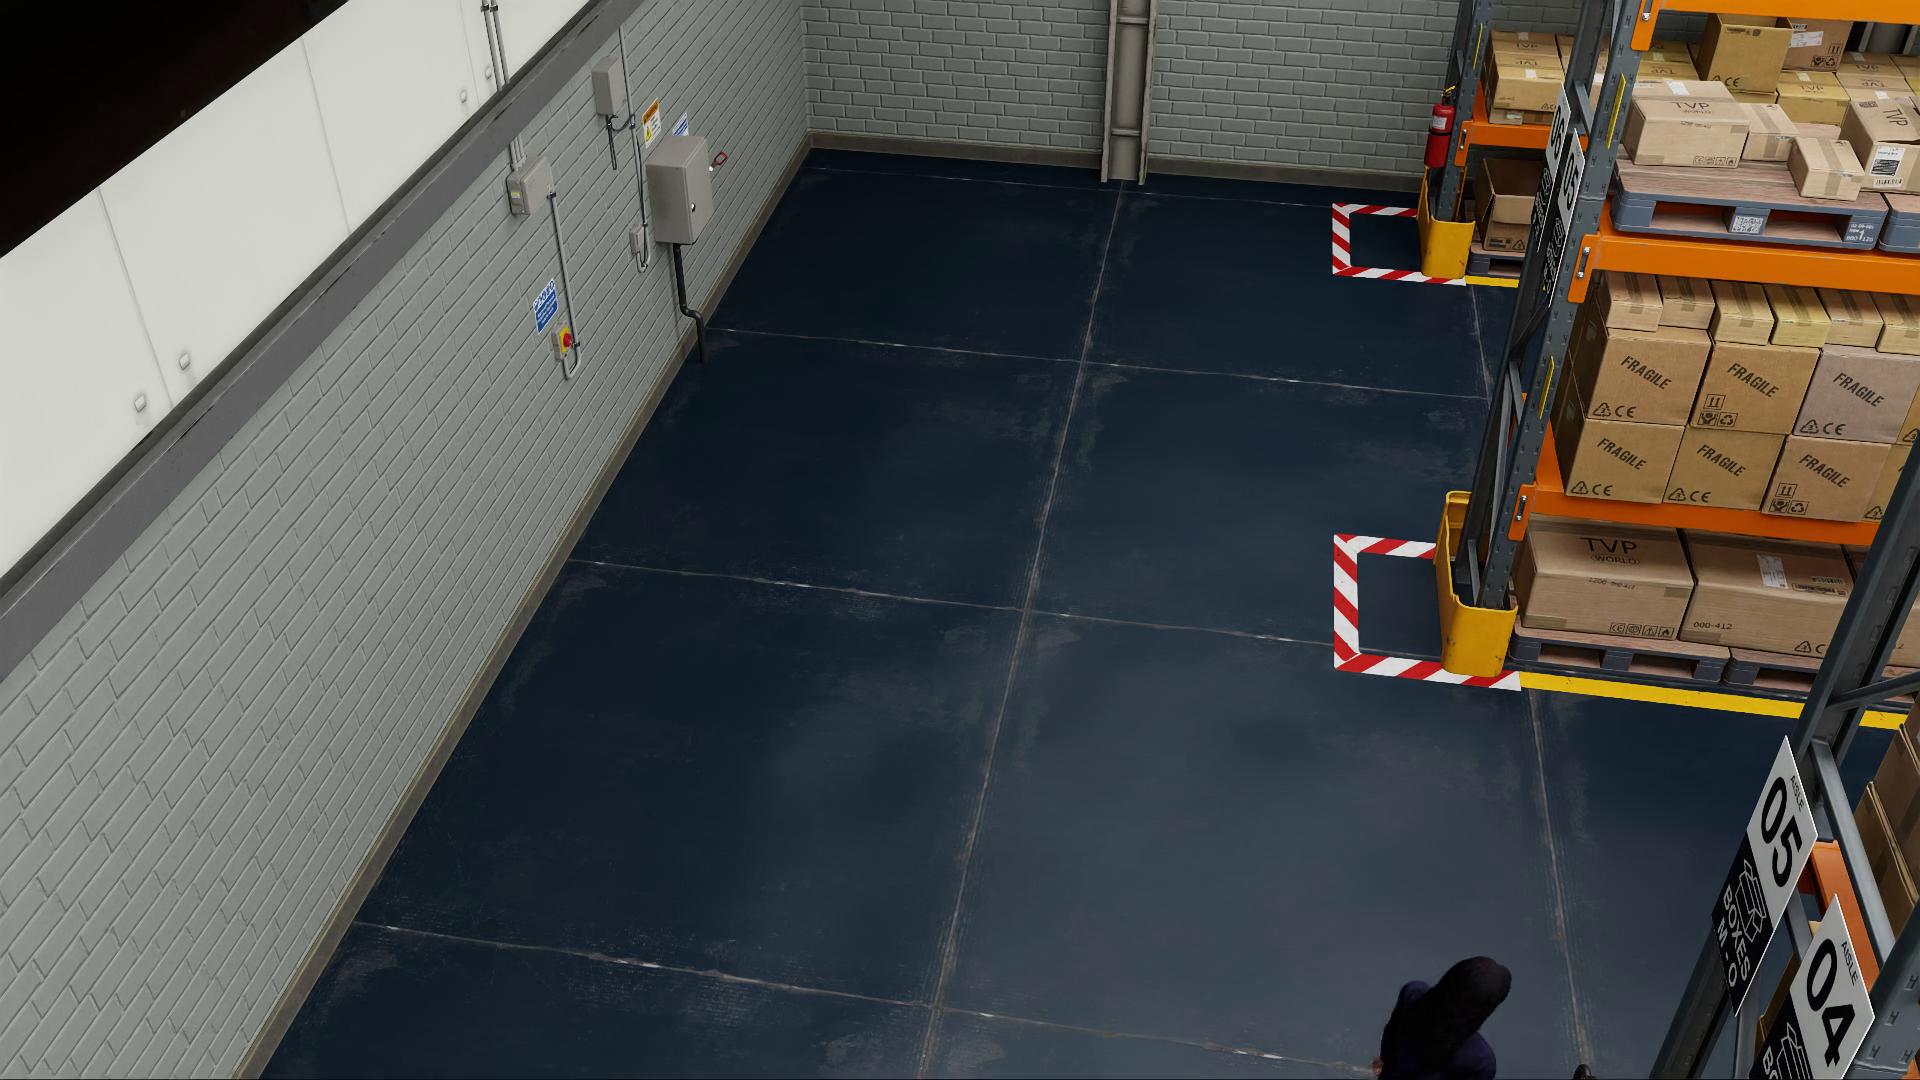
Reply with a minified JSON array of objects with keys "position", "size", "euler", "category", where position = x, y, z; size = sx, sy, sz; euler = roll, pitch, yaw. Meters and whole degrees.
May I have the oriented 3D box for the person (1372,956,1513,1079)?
[{"position":[1.741,2.224,6.498],"size":[1.009,1.701,0.967],"euler":[-29,46,-32],"category":"person"}]
